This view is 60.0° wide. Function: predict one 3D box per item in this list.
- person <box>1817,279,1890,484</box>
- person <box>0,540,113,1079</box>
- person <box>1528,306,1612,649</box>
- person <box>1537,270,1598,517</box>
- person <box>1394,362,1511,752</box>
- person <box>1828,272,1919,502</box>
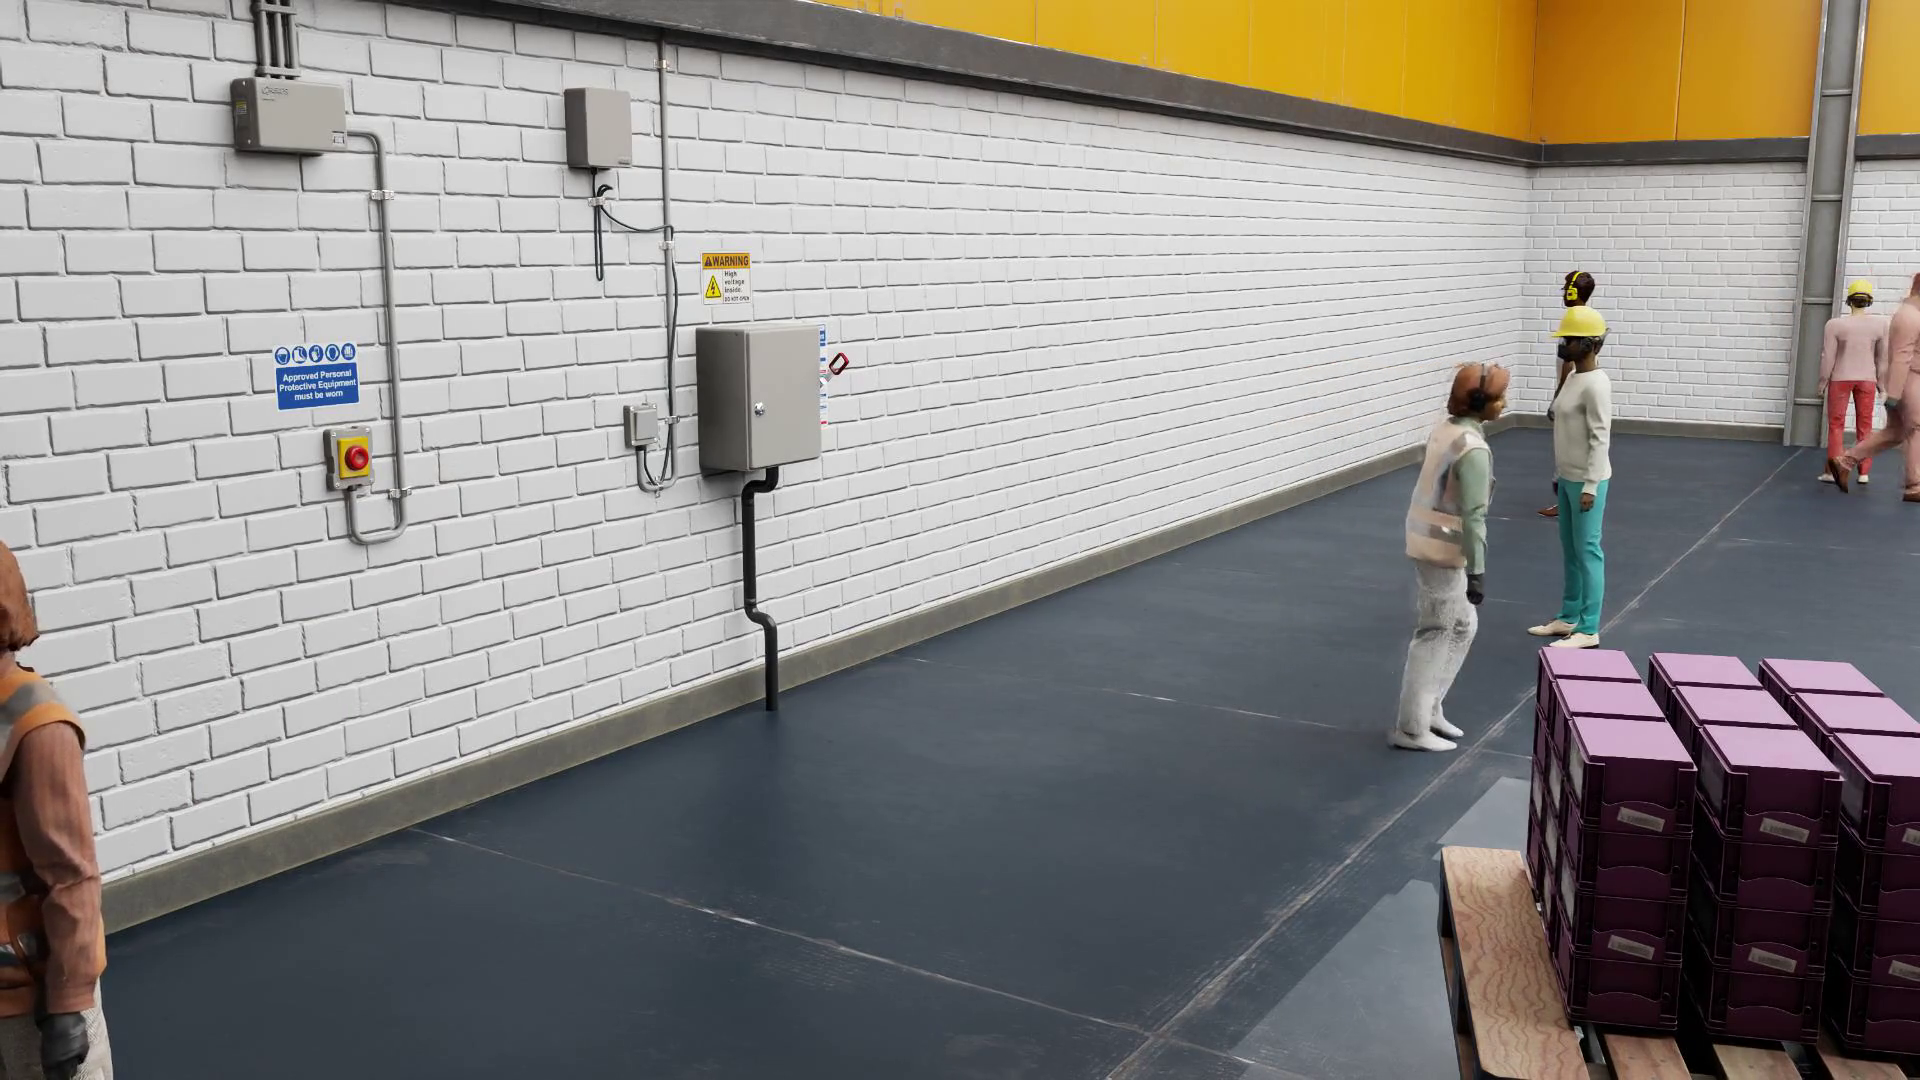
[{"bbox_3d":[7.699,-1.360,14.364,0.533,1.767,0.321,2,10,12],"label":"person"},{"bbox_3d":[-1.664,0.774,2.901,0.513,1.637,0.313,7,12,34],"label":"person"},{"bbox_3d":[3.173,-0.315,8.572,0.327,1.769,0.525,1,10,4],"label":"person"},{"bbox_3d":[4.646,-1.099,12.631,0.518,1.873,0.328,-9,14,-41],"label":"person"},{"bbox_3d":[2.001,0.082,6.771,0.447,1.611,0.547,1,10,3],"label":"person"},{"bbox_3d":[7.566,-1.247,13.439,0.799,1.870,0.645,6,12,28],"label":"person"}]
